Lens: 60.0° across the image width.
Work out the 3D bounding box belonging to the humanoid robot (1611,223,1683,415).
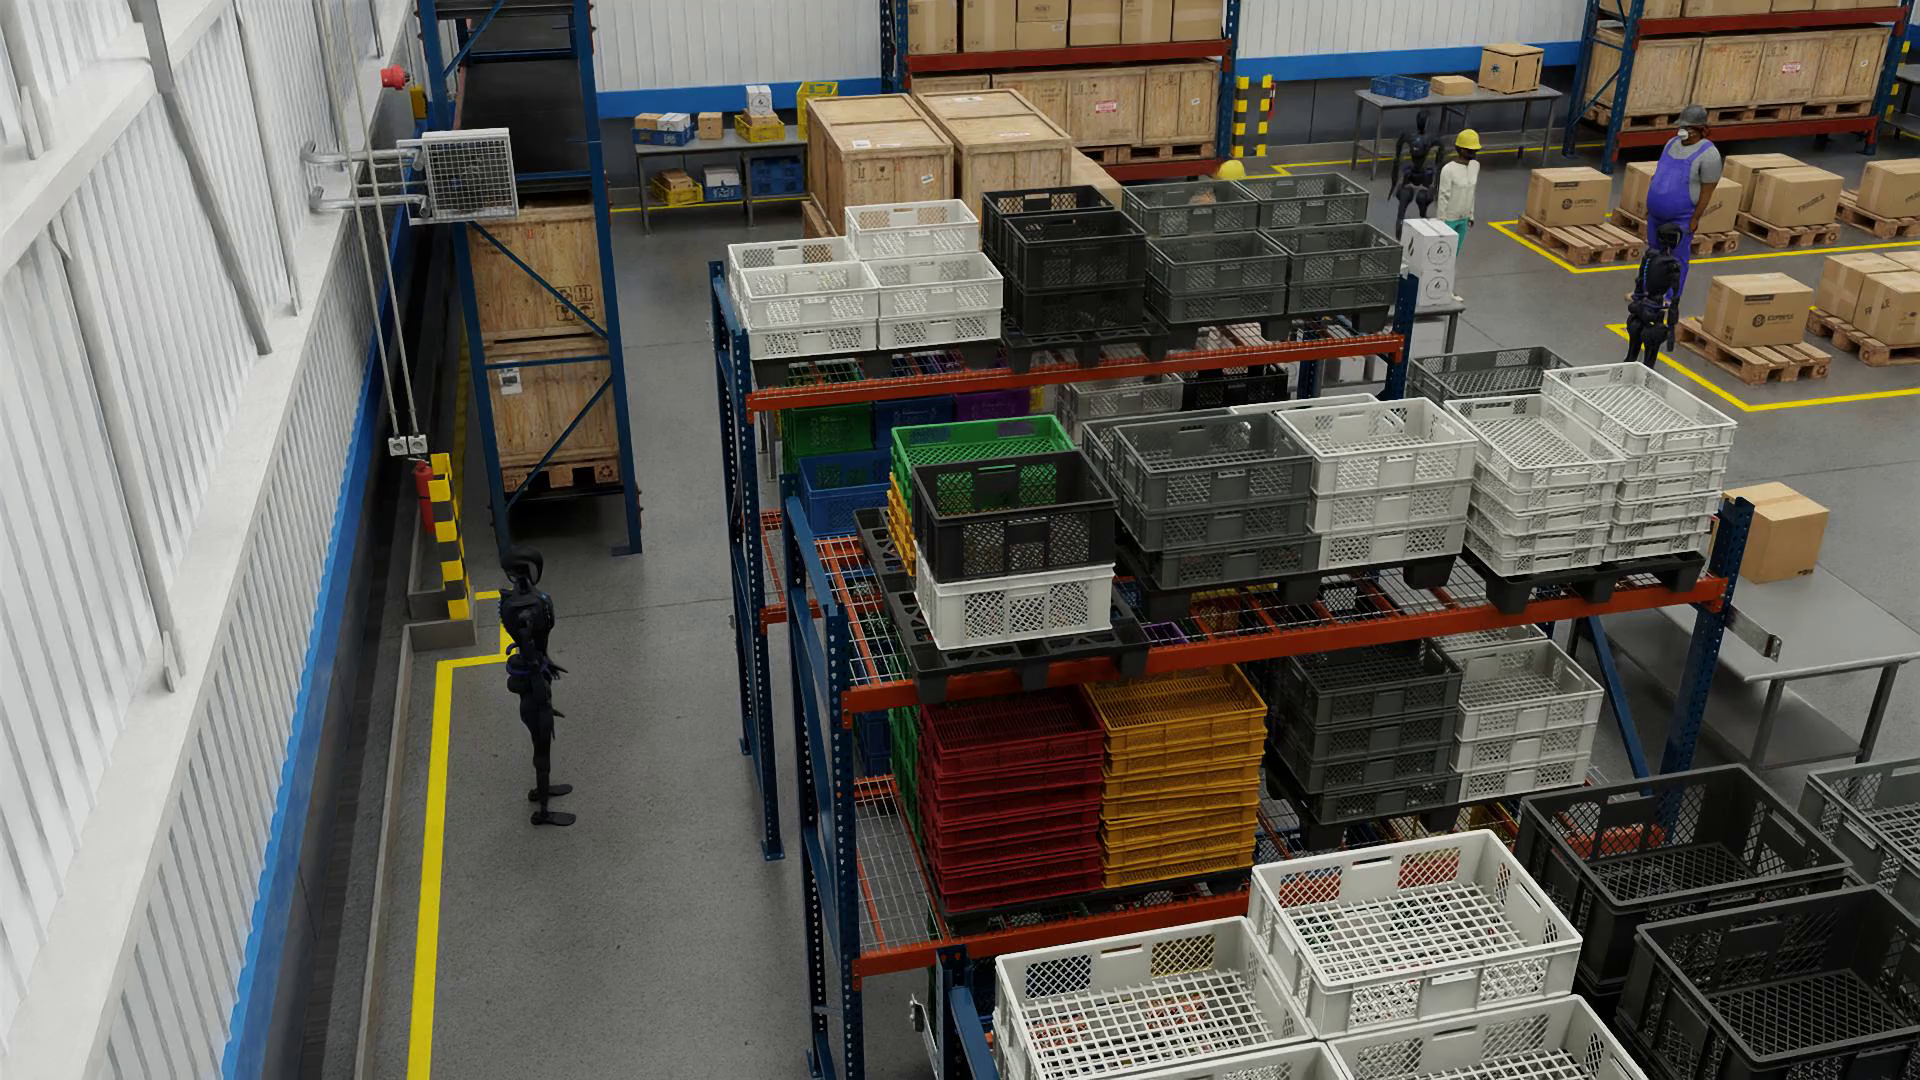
[{"bbox_3d":[5.853,-1.873,14.074,0.313,1.657,0.609,-7,28,-12],"label":"humanoid robot"}]

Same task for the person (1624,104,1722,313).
[{"bbox_3d":[7.000,-3.258,16.330,0.538,2.000,0.680,-12,30,-22],"label":"person"}]

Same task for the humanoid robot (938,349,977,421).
[{"bbox_3d":[-0.085,-0.719,11.907,0.573,1.648,0.628,6,28,11],"label":"humanoid robot"}]

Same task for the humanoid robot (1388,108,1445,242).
[{"bbox_3d":[4.909,-3.814,17.801,0.596,1.638,0.684,14,31,25],"label":"humanoid robot"}]

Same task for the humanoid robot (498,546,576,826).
[{"bbox_3d":[-2.295,0.775,9.053,0.313,1.656,0.609,-7,28,-12],"label":"humanoid robot"}]

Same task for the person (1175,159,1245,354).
[{"bbox_3d":[2.287,-2.487,15.021,0.595,1.891,0.796,20,34,33],"label":"person"}]

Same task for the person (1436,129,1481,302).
[{"bbox_3d":[4.915,-3.191,16.492,0.523,1.769,0.319,-18,33,-30],"label":"person"}]

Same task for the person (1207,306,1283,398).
[{"bbox_3d":[2.191,-1.344,12.746,0.608,1.995,0.375,1,28,1],"label":"person"}]
